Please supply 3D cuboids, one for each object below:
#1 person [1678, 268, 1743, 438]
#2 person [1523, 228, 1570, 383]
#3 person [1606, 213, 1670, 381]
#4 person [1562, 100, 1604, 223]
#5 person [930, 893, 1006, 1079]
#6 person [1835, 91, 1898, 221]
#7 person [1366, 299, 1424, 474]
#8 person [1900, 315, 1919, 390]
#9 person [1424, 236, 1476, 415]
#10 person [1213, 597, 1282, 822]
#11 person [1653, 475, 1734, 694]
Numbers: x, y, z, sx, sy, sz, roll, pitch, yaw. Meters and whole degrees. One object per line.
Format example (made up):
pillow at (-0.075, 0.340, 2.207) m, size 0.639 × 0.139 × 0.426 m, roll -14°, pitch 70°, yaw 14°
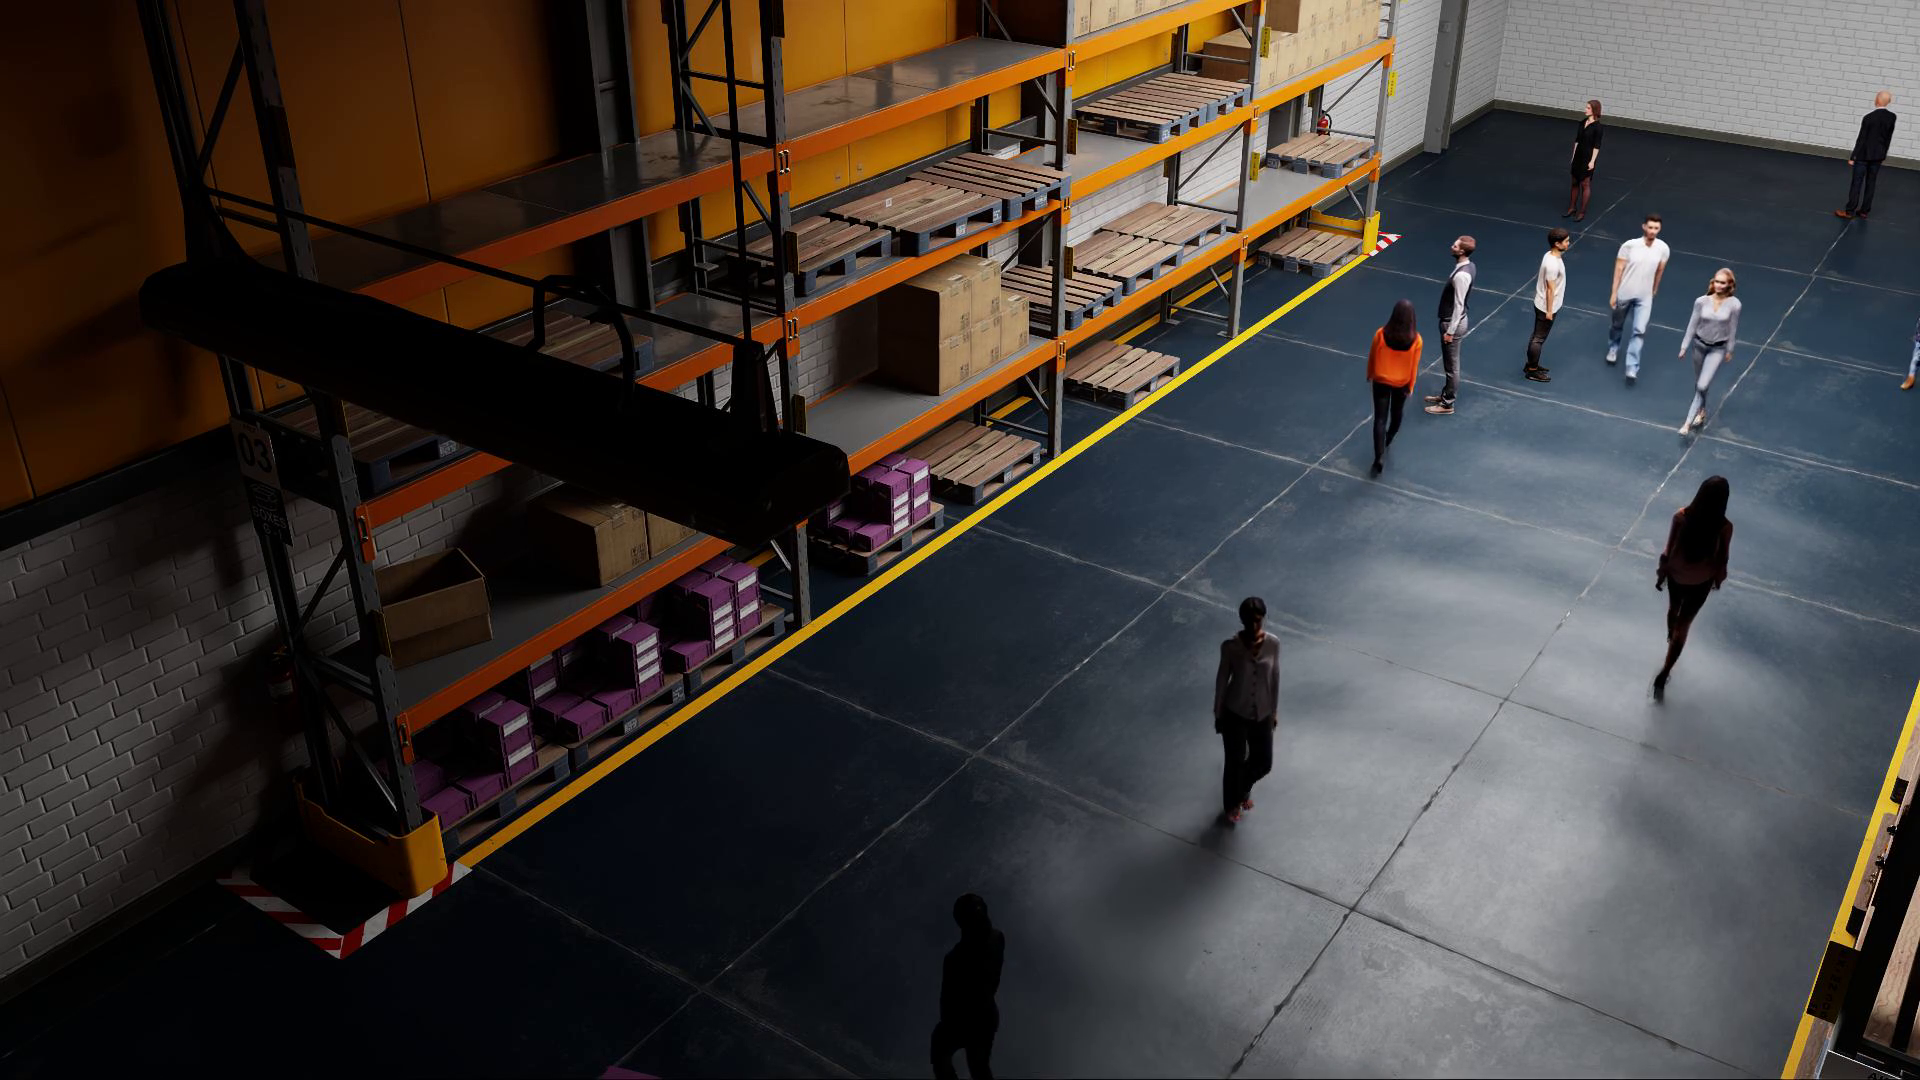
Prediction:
person at (7.741, -1.959, 17.155) m, size 0.673 × 1.756 × 1.118 m, roll 21°, pitch 35°, yaw 33°
person at (6.501, -2.632, 18.424) m, size 0.750 × 1.722 × 0.595 m, roll 7°, pitch 29°, yaw 13°
person at (7.505, -2.757, 18.557) m, size 0.906 × 1.813 × 1.261 m, roll 10°, pitch 30°, yaw 17°
person at (8.799, -5.349, 23.422) m, size 0.671 × 1.705 × 0.659 m, roll -11°, pitch 30°, yaw -19°
person at (0.102, 2.614, 8.832) m, size 0.626 × 1.698 × 0.734 m, roll -21°, pitch 35°, yaw -33°
person at (12.841, -5.432, 23.476) m, size 0.769 × 1.800 × 0.811 m, roll -3°, pitch 29°, yaw -5°
person at (4.229, -1.479, 16.330) m, size 0.959 × 1.703 × 1.205 m, roll 4°, pitch 29°, yaw 8°
person at (10.664, -2.251, 18.230) m, size 0.806 × 1.239 × 0.632 m, roll -19°, pitch 34°, yaw -31°
person at (5.218, -2.284, 17.560) m, size 0.785 × 1.938 × 0.602 m, roll 9°, pitch 30°, yaw 16°
person at (1.963, 1.131, 11.486) m, size 0.749 × 1.760 × 0.797 m, roll -1°, pitch 29°, yaw -1°
person at (5.615, 0.394, 12.837) m, size 0.659 × 1.761 × 1.103 m, roll 17°, pitch 33°, yaw 28°
